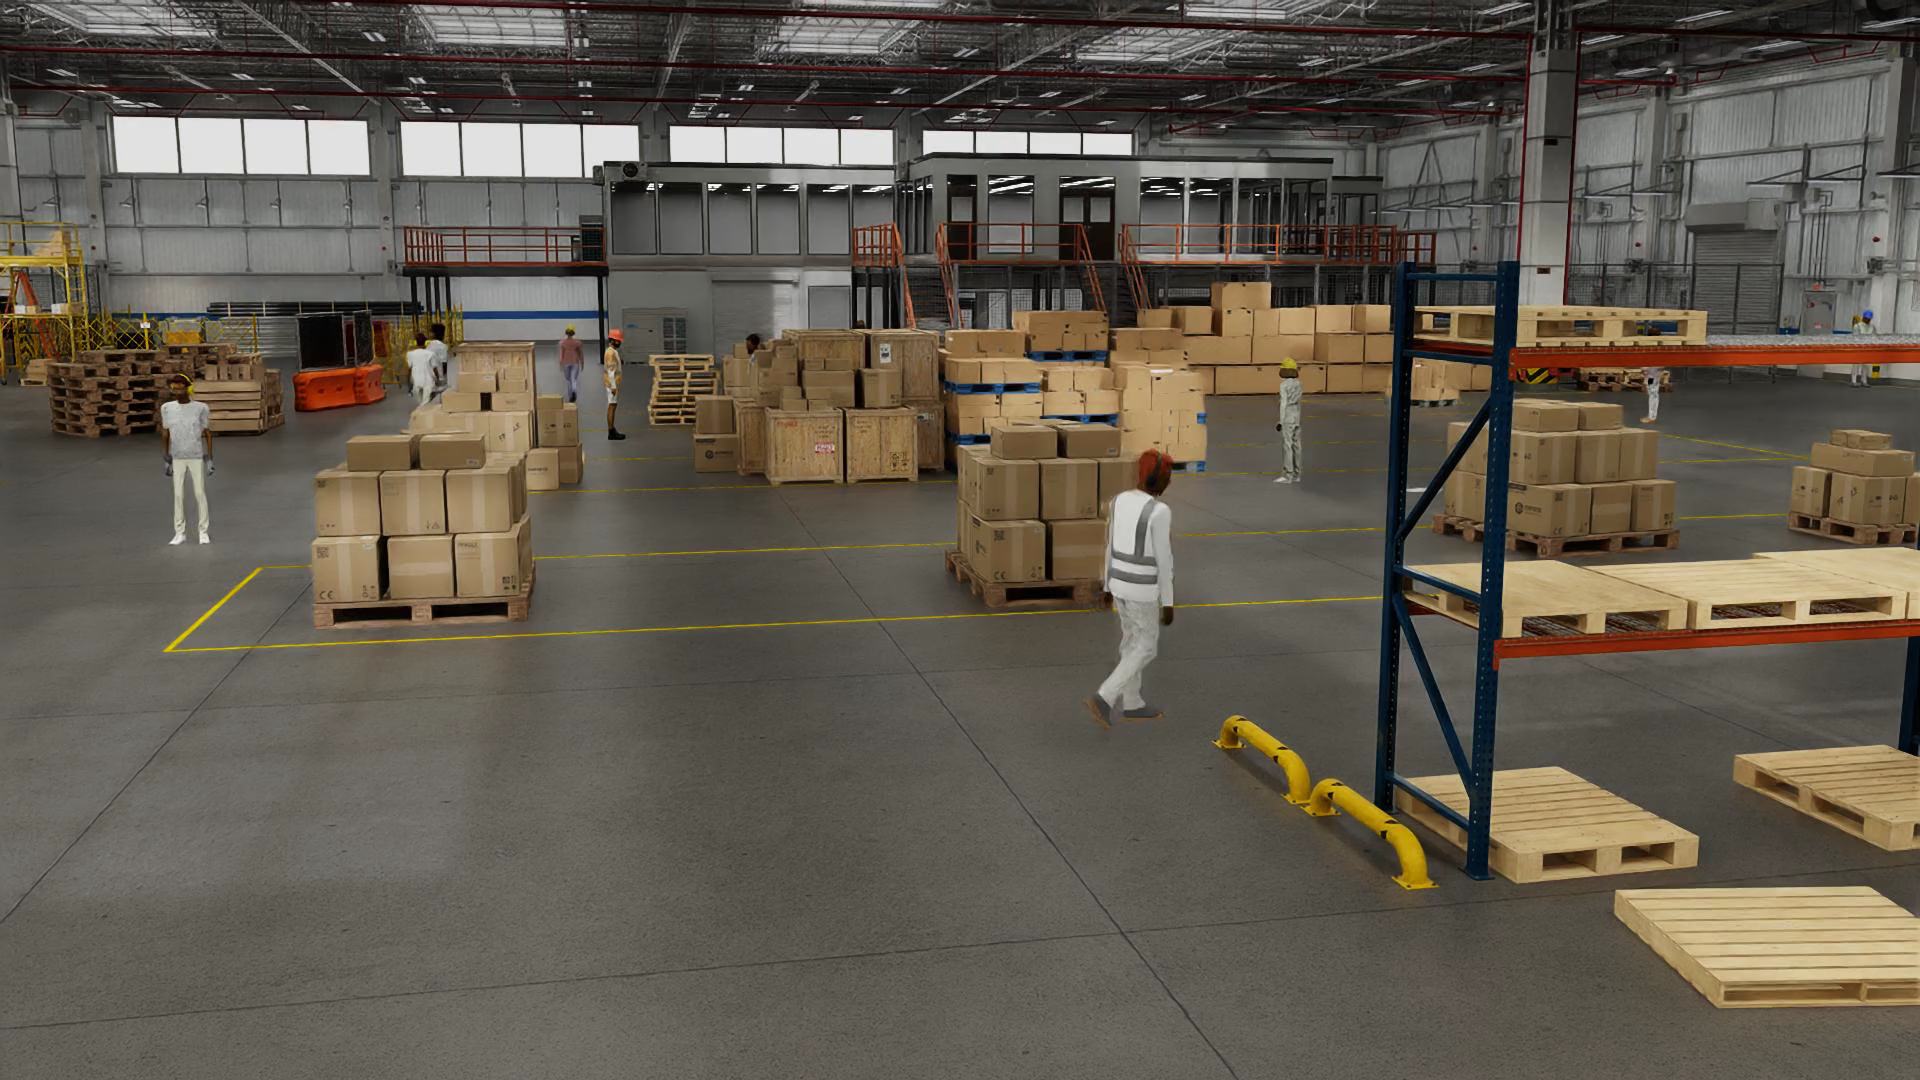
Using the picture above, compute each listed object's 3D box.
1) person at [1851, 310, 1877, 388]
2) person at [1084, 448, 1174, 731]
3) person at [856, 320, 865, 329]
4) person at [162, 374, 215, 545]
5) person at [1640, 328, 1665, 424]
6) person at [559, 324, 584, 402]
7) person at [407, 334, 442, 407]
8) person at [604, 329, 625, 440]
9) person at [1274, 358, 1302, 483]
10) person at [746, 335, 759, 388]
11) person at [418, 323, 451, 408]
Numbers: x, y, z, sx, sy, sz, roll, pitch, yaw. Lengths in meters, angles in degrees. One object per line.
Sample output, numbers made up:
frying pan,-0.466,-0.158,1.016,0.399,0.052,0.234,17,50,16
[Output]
person,22.612,-4.774,41.614,0.607,1.935,0.409,0,9,2
person,1.086,0.335,10.721,0.671,1.859,0.646,-6,11,-30
person,-2.198,-3.953,36.864,0.511,1.844,0.328,1,9,6
person,-8.366,-0.872,18.033,0.521,1.865,0.335,-2,10,-12
person,13.344,-3.164,32.065,0.430,1.845,0.621,5,10,27
person,-8.645,-3.919,36.968,0.527,1.747,0.616,-1,9,-7
person,-9.478,-2.736,29.499,0.523,1.825,0.939,1,9,6
person,-6.029,-2.715,29.076,0.382,1.927,0.542,-1,9,-7
person,4.581,-1.668,23.246,0.488,1.743,0.317,-9,13,-44
person,-3.336,-2.466,27.675,0.415,1.894,0.694,-1,9,-4
person,-10.146,-3.223,32.141,0.611,1.935,0.762,5,10,26
